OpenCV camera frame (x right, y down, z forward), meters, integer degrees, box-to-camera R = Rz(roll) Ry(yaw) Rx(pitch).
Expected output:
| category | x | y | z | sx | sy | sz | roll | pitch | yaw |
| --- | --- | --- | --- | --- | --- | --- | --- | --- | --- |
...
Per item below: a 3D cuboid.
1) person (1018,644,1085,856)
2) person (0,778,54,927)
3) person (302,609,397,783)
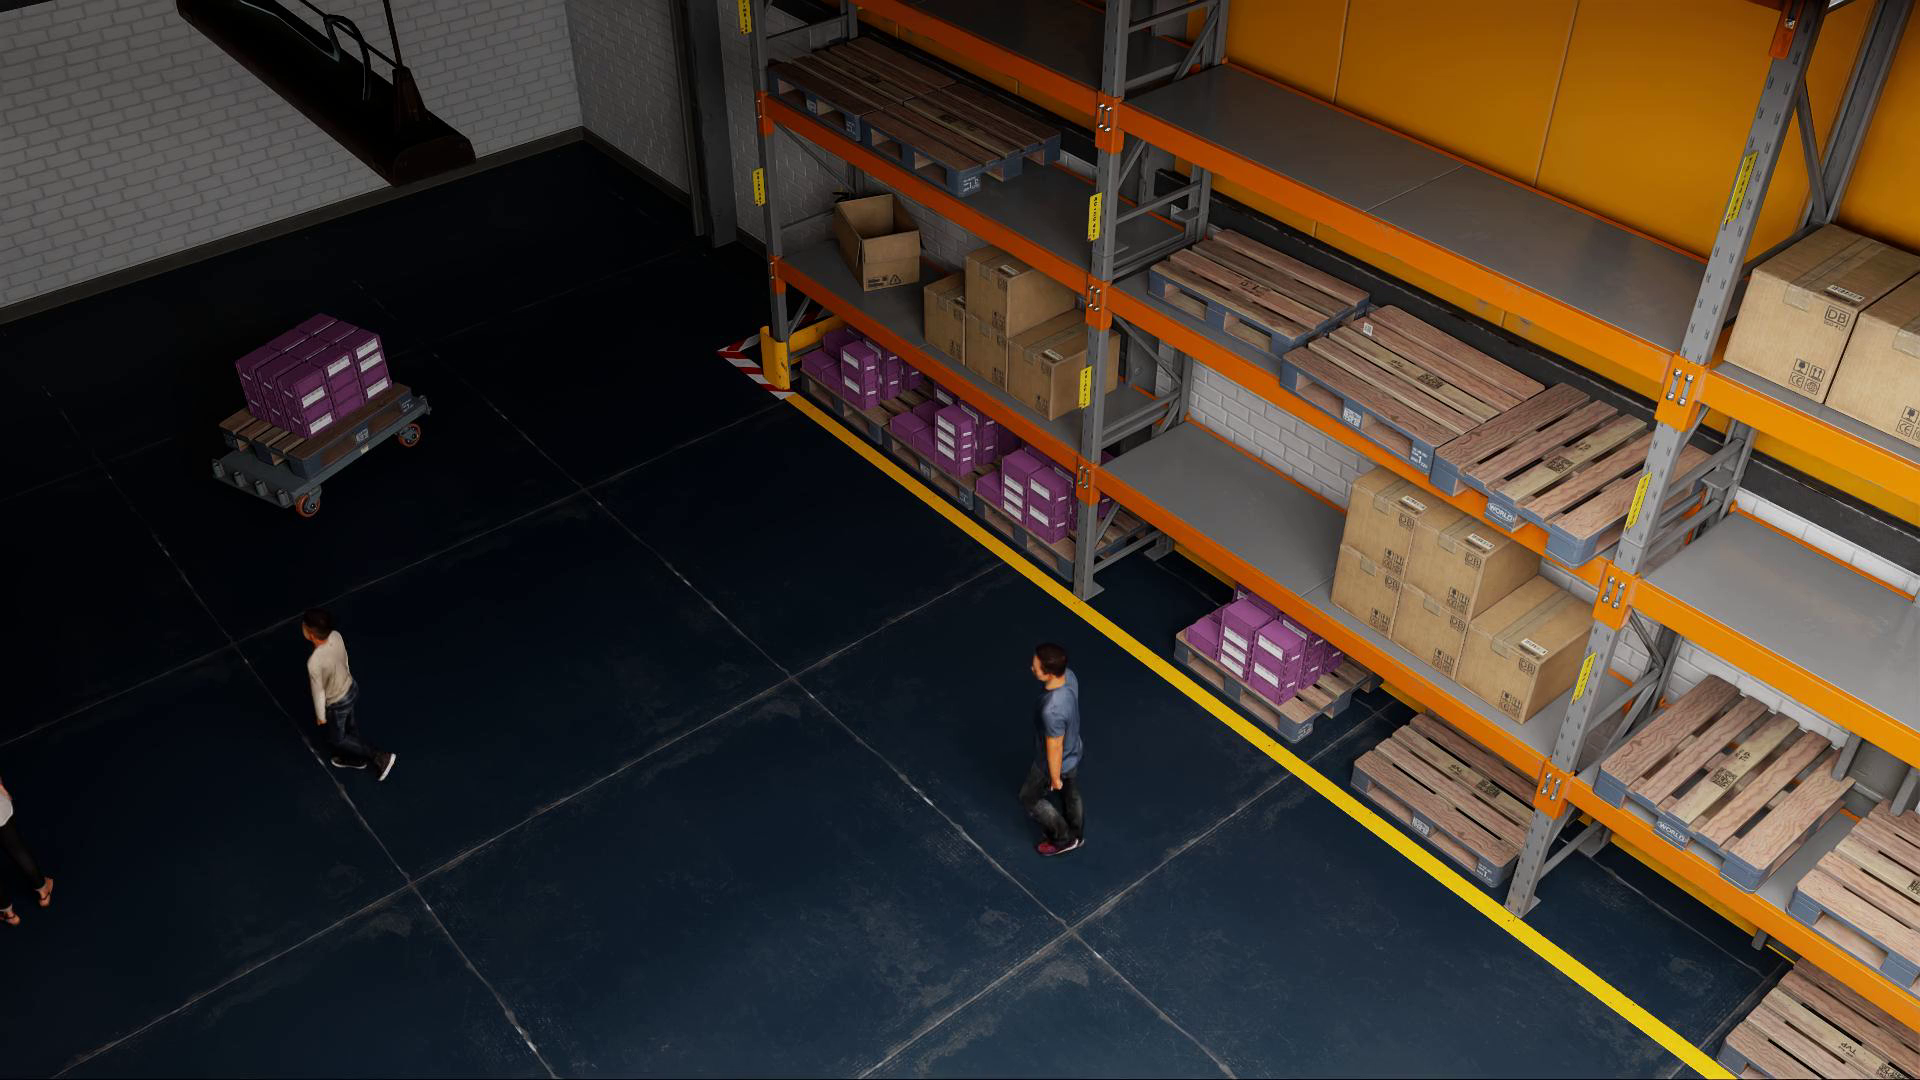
| category | x | y | z | sx | sy | sz | roll | pitch | yaw |
| --- | --- | --- | --- | --- | --- | --- | --- | --- | --- |
| person | 0.684 | 1.348 | 10.351 | 0.835 | 1.791 | 0.817 | 14 | 41 | 17 |
| person | -5.926 | 1.628 | 9.972 | 0.610 | 1.826 | 0.534 | -30 | 47 | -32 |
| person | -4.058 | 1.051 | 10.995 | 0.881 | 1.452 | 0.820 | 3 | 39 | 4 |
